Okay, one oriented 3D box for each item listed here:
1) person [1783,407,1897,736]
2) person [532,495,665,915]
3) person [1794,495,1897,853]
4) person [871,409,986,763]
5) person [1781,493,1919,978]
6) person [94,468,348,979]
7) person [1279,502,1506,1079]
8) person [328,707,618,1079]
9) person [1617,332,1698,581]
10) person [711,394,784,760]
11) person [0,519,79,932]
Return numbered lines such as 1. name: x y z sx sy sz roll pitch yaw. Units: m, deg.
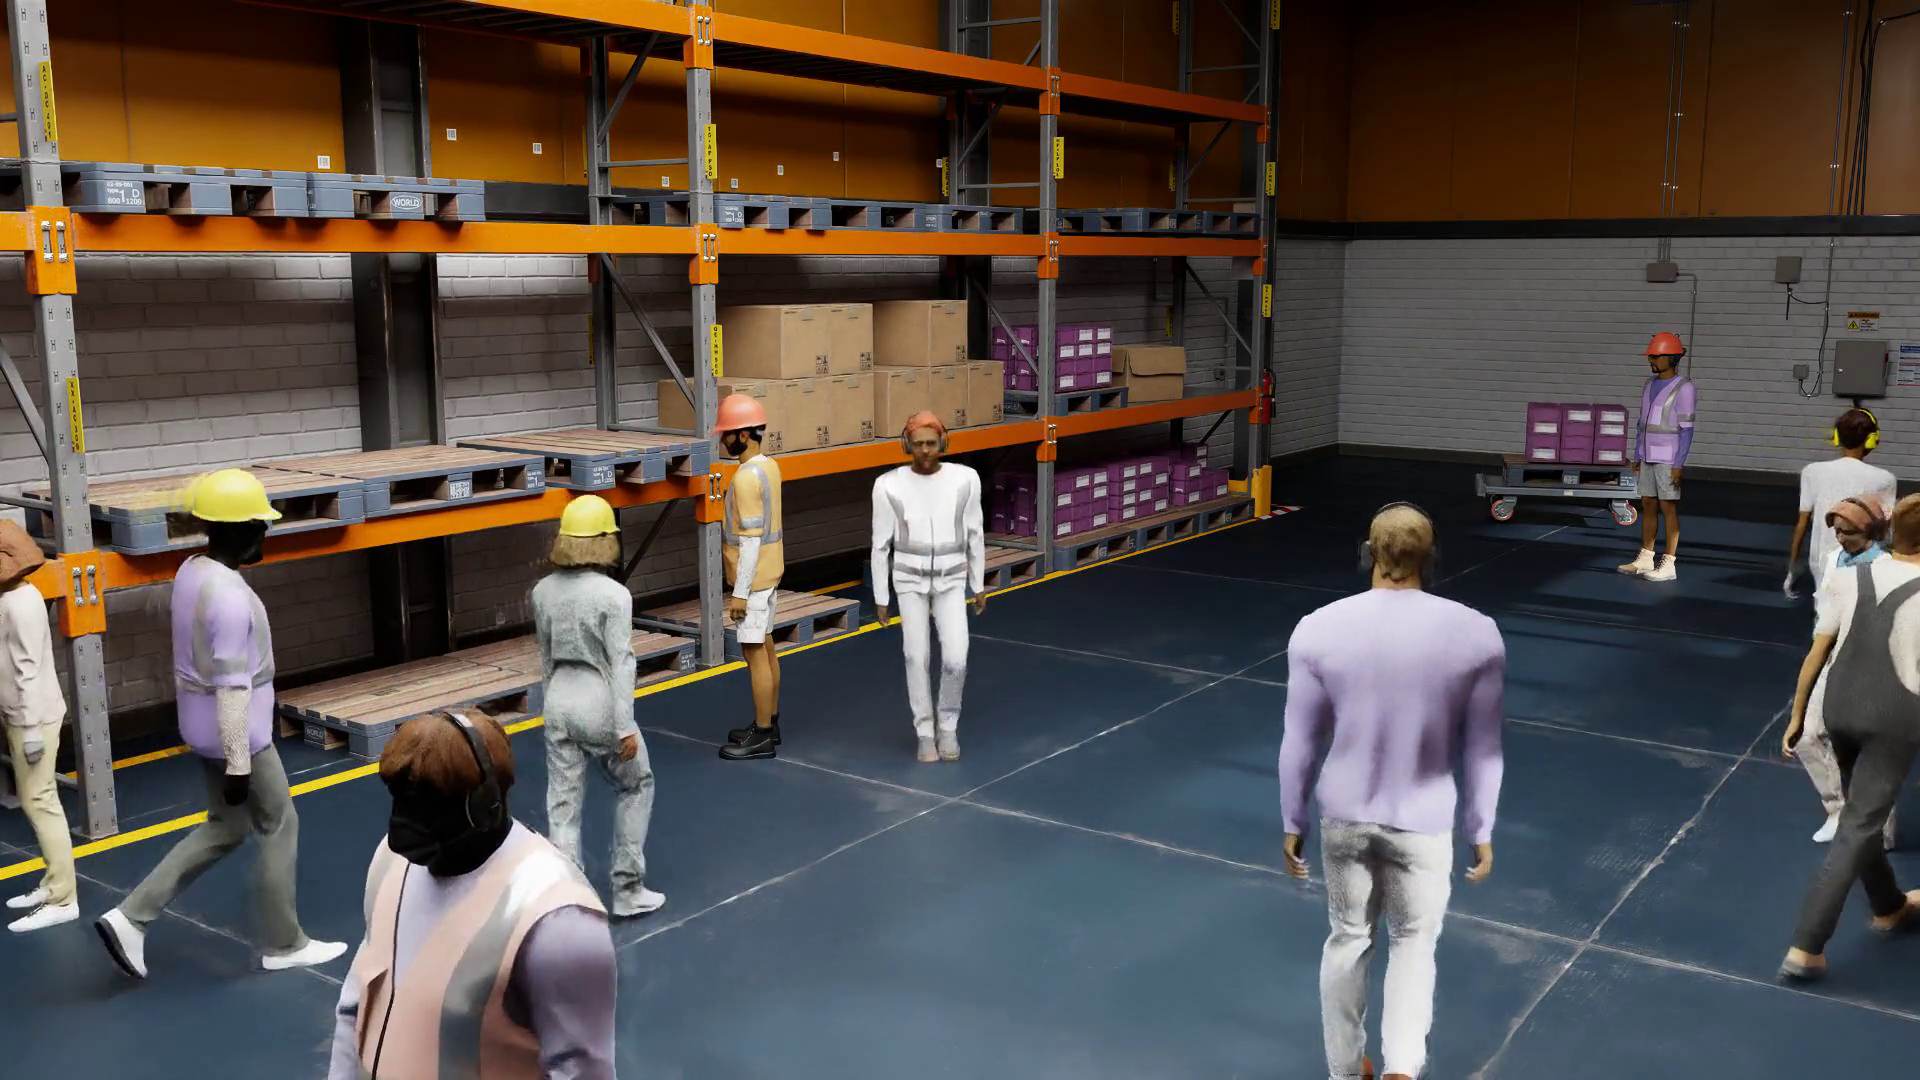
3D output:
1. person: 4.937 0.173 9.293 1.000 1.822 0.558 -8 13 -41
2. person: -1.407 0.673 6.542 0.511 1.719 0.621 5 11 26
3. person: 3.963 0.598 7.347 0.449 1.609 0.568 -3 10 -16
4. person: -0.161 0.255 8.634 0.607 1.864 0.486 -1 10 -6
5. person: 3.384 0.714 6.183 1.005 1.790 0.561 -6 11 -30
6. person: -2.690 0.685 5.982 0.738 1.898 0.591 -8 12 -39
7. person: 1.265 0.853 4.950 0.656 1.911 0.628 3 10 19
8. person: -1.009 1.210 3.142 0.864 1.807 0.625 -9 13 -43
9. person: 5.759 -0.685 13.711 0.373 2.044 0.606 -3 10 -15
10. person: -1.117 0.195 8.789 0.359 1.936 0.544 1 10 4
11. person: -3.704 0.721 6.584 0.284 1.624 0.501 -7 12 -37
